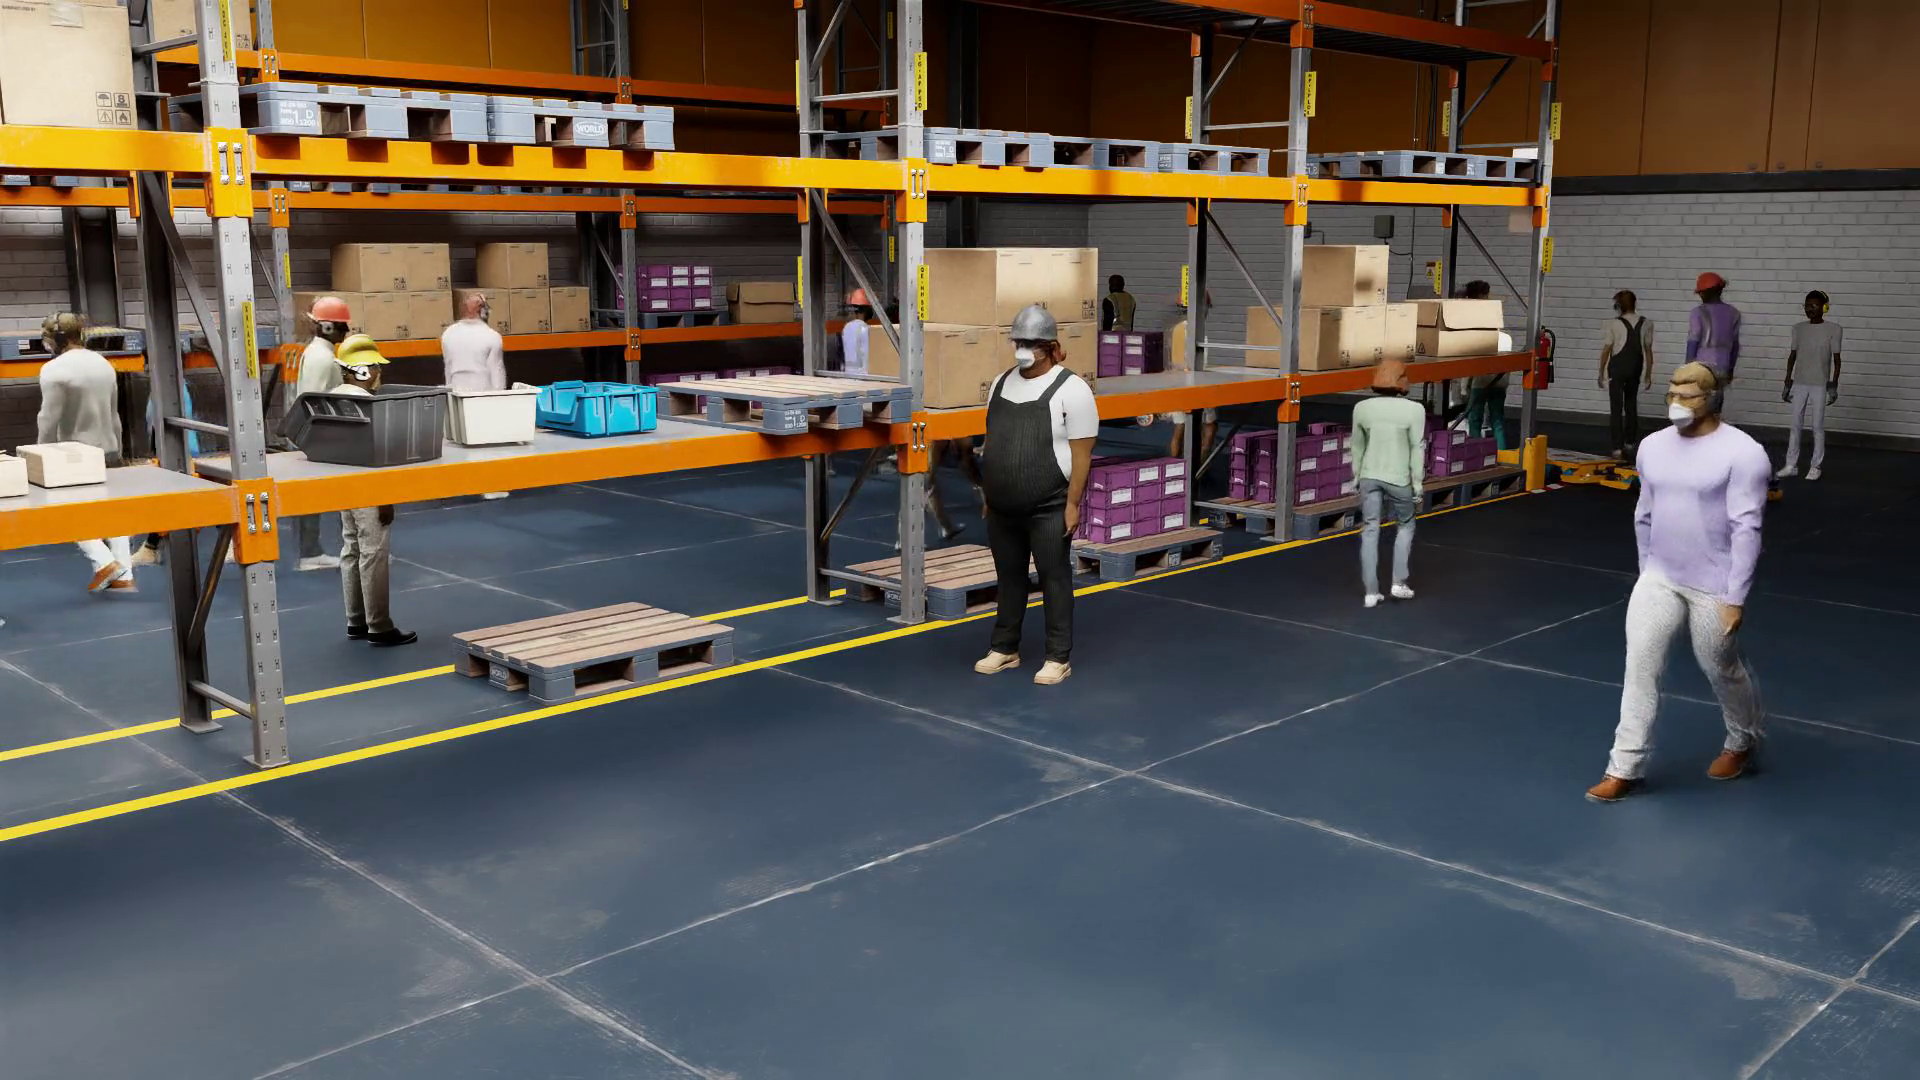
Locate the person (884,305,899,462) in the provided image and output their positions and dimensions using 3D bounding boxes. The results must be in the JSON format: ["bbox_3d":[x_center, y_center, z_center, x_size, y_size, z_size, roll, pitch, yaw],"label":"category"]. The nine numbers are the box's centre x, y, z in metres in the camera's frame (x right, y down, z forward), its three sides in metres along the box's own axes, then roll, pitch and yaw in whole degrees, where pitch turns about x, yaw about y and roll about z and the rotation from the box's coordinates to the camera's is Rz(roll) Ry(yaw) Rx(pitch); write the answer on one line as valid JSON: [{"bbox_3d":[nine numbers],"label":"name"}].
[{"bbox_3d":[-0.581,-1.679,17.832,0.317,1.668,0.625,10,14,42],"label":"person"}]

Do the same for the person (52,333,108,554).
[{"bbox_3d":[-6.647,-0.753,12.559,0.411,1.754,0.534,-7,12,-32],"label":"person"}]

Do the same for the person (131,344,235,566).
[{"bbox_3d":[-5.665,-0.622,12.103,0.883,1.643,0.540,-3,11,-15],"label":"person"}]

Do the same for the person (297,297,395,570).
[{"bbox_3d":[-4.458,-0.761,11.993,0.785,1.959,0.618,-6,12,-30],"label":"person"}]

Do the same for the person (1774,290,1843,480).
[{"bbox_3d":[8.409,-1.522,16.440,0.311,1.859,0.530,-8,13,-38],"label":"person"}]

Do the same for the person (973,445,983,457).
[{"bbox_3d":[0.349,-1.900,18.131,0.381,1.994,0.619,-2,11,-13],"label":"person"}]

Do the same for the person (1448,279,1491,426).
[{"bbox_3d":[5.333,-1.762,17.492,0.688,1.948,0.659,-4,11,-20],"label":"person"}]

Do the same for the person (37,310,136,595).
[{"bbox_3d":[-5.808,-0.554,11.002,0.450,1.915,0.644,1,10,8],"label":"person"}]

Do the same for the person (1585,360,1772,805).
[{"bbox_3d":[3.171,0.171,7.139,1.001,1.898,0.646,-7,12,-33],"label":"person"}]

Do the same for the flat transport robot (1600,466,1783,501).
[{"bbox_3d":[6.757,-0.535,15.393,0.652,0.197,1.431,-7,13,-35],"label":"flat transport robot"}]

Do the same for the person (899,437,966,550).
[{"bbox_3d":[-0.177,-0.733,12.830,0.842,1.594,0.535,-10,14,-42],"label":"person"}]

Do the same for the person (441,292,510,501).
[{"bbox_3d":[-4.376,-1.272,14.975,0.656,1.893,0.584,4,11,19],"label":"person"}]

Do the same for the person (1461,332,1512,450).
[{"bbox_3d":[5.266,-1.517,16.698,0.533,1.760,0.344,-2,11,-12],"label":"person"}]

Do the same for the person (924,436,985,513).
[{"bbox_3d":[0.005,-1.233,14.499,1.066,1.987,0.633,-5,12,-27],"label":"person"}]

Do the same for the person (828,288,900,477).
[{"bbox_3d":[-1.044,-1.563,16.558,0.932,1.907,0.553,-7,12,-33],"label":"person"}]

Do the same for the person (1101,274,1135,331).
[{"bbox_3d":[2.249,-2.907,24.039,0.429,1.842,0.634,10,14,43],"label":"person"}]

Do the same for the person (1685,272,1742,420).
[{"bbox_3d":[8.055,-1.842,17.784,0.654,2.014,0.641,-2,11,-13],"label":"person"}]

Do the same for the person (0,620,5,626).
[{"bbox_3d":[-6.229,-0.379,10.117,0.560,1.901,0.584,-4,11,-22],"label":"person"}]

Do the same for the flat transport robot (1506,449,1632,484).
[{"bbox_3d":[5.964,-0.759,16.611,0.652,0.197,1.431,-4,11,-23],"label":"flat transport robot"}]

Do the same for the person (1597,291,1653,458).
[{"bbox_3d":[7.253,-1.823,18.252,0.557,1.799,0.762,0,10,-2],"label":"person"}]

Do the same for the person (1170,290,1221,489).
[{"bbox_3d":[2.242,-1.426,15.775,0.607,1.919,0.549,-5,12,-27],"label":"person"}]

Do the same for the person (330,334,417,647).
[{"bbox_3d":[-3.484,-0.288,9.782,0.403,1.833,0.591,-10,14,-43],"label":"person"}]

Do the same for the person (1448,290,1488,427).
[{"bbox_3d":[5.601,-1.901,18.688,0.621,1.797,0.892,-9,14,-40],"label":"person"}]

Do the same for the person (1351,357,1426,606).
[{"bbox_3d":[2.822,-0.387,10.890,0.531,1.610,0.585,7,13,34],"label":"person"}]

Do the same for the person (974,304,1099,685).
[{"bbox_3d":[0.366,-0.244,8.976,0.683,2.000,0.538,8,13,36],"label":"person"}]

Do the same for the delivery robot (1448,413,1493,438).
[{"bbox_3d":[5.249,-1.087,17.371,0.477,0.478,0.707,-8,13,-37],"label":"delivery robot"}]
